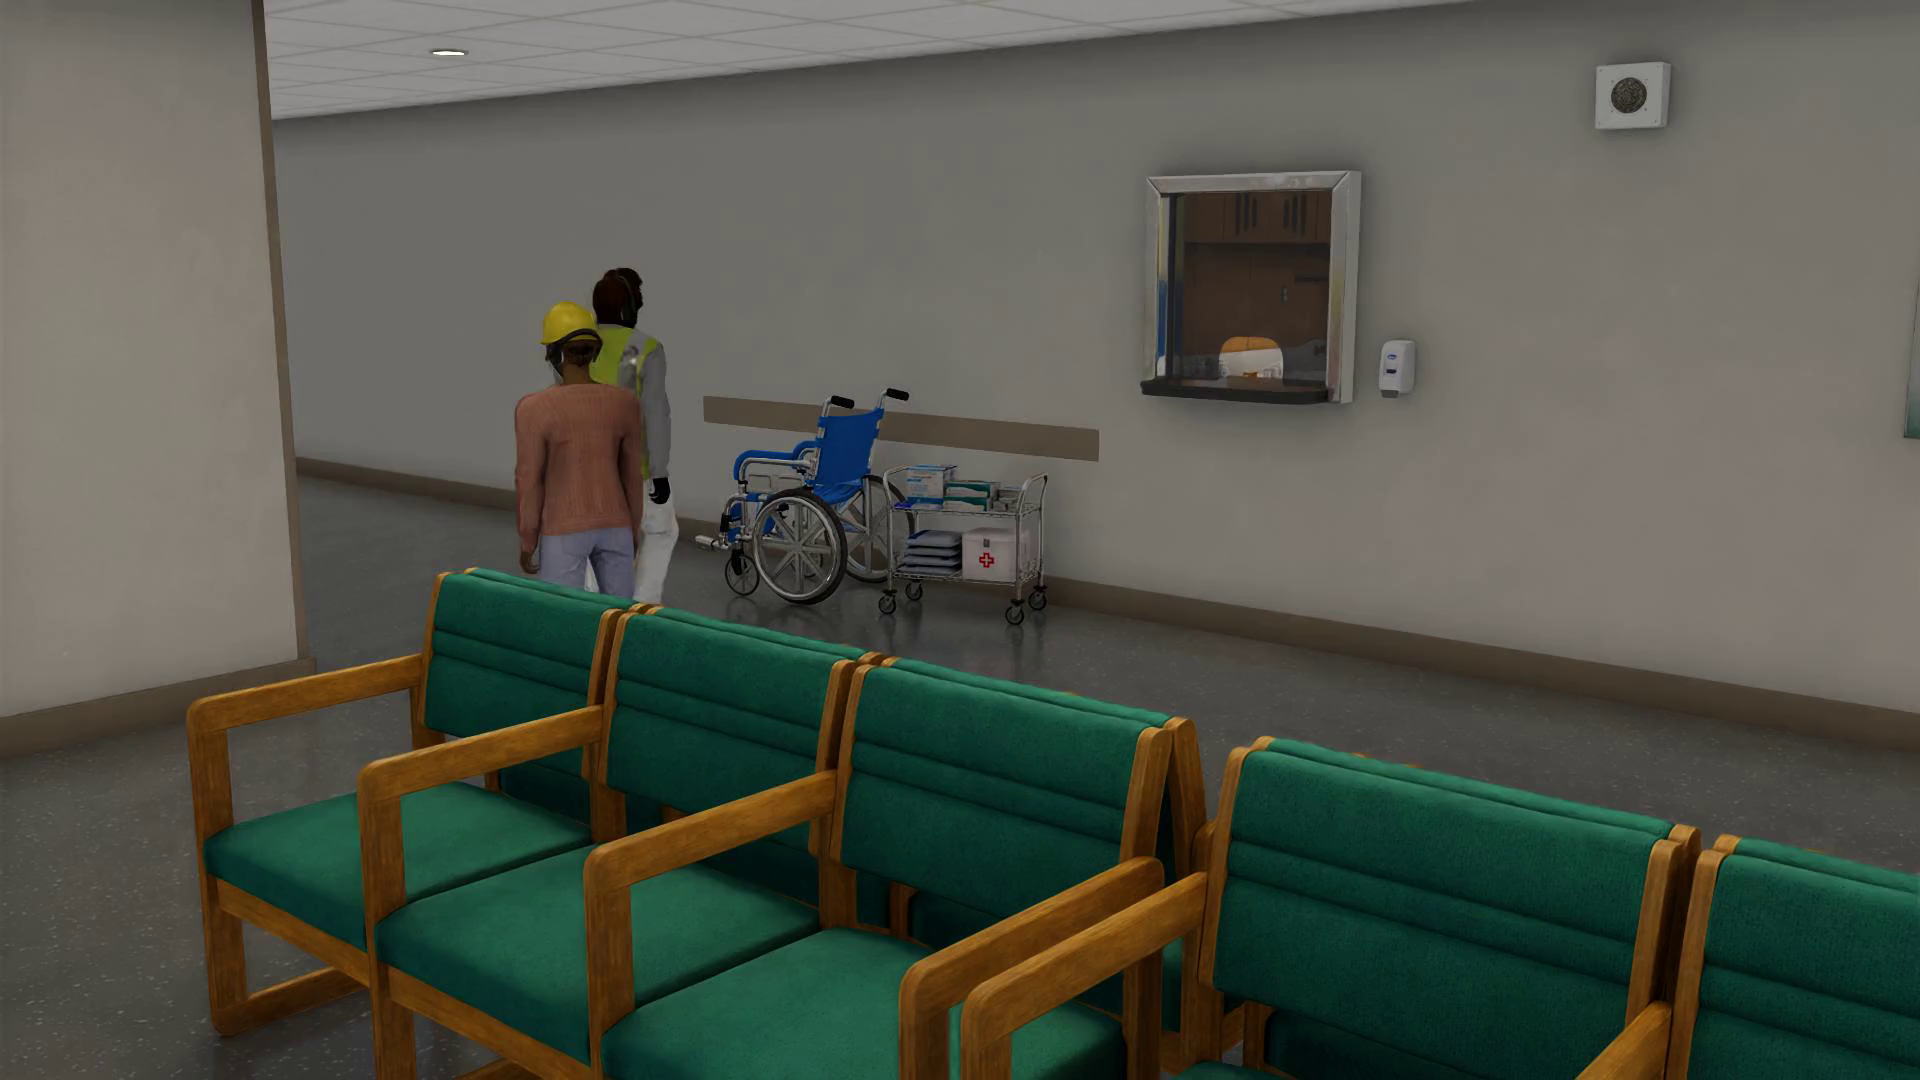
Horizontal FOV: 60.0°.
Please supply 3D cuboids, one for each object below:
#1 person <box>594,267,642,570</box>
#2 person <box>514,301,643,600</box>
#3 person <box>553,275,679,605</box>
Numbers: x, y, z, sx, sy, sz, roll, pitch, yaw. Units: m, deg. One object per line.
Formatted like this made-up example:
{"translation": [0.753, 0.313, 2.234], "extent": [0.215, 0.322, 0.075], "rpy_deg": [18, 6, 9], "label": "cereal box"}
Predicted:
{"translation": [-2.055, -0.744, 10.220], "extent": [0.429, 1.841, 0.634], "rpy_deg": [-2, 10, -9], "label": "person"}
{"translation": [-1.464, -0.031, 6.410], "extent": [0.521, 1.758, 0.348], "rpy_deg": [-8, 13, -39], "label": "person"}
{"translation": [-1.626, -0.359, 8.068], "extent": [0.657, 1.825, 0.536], "rpy_deg": [4, 11, 22], "label": "person"}
